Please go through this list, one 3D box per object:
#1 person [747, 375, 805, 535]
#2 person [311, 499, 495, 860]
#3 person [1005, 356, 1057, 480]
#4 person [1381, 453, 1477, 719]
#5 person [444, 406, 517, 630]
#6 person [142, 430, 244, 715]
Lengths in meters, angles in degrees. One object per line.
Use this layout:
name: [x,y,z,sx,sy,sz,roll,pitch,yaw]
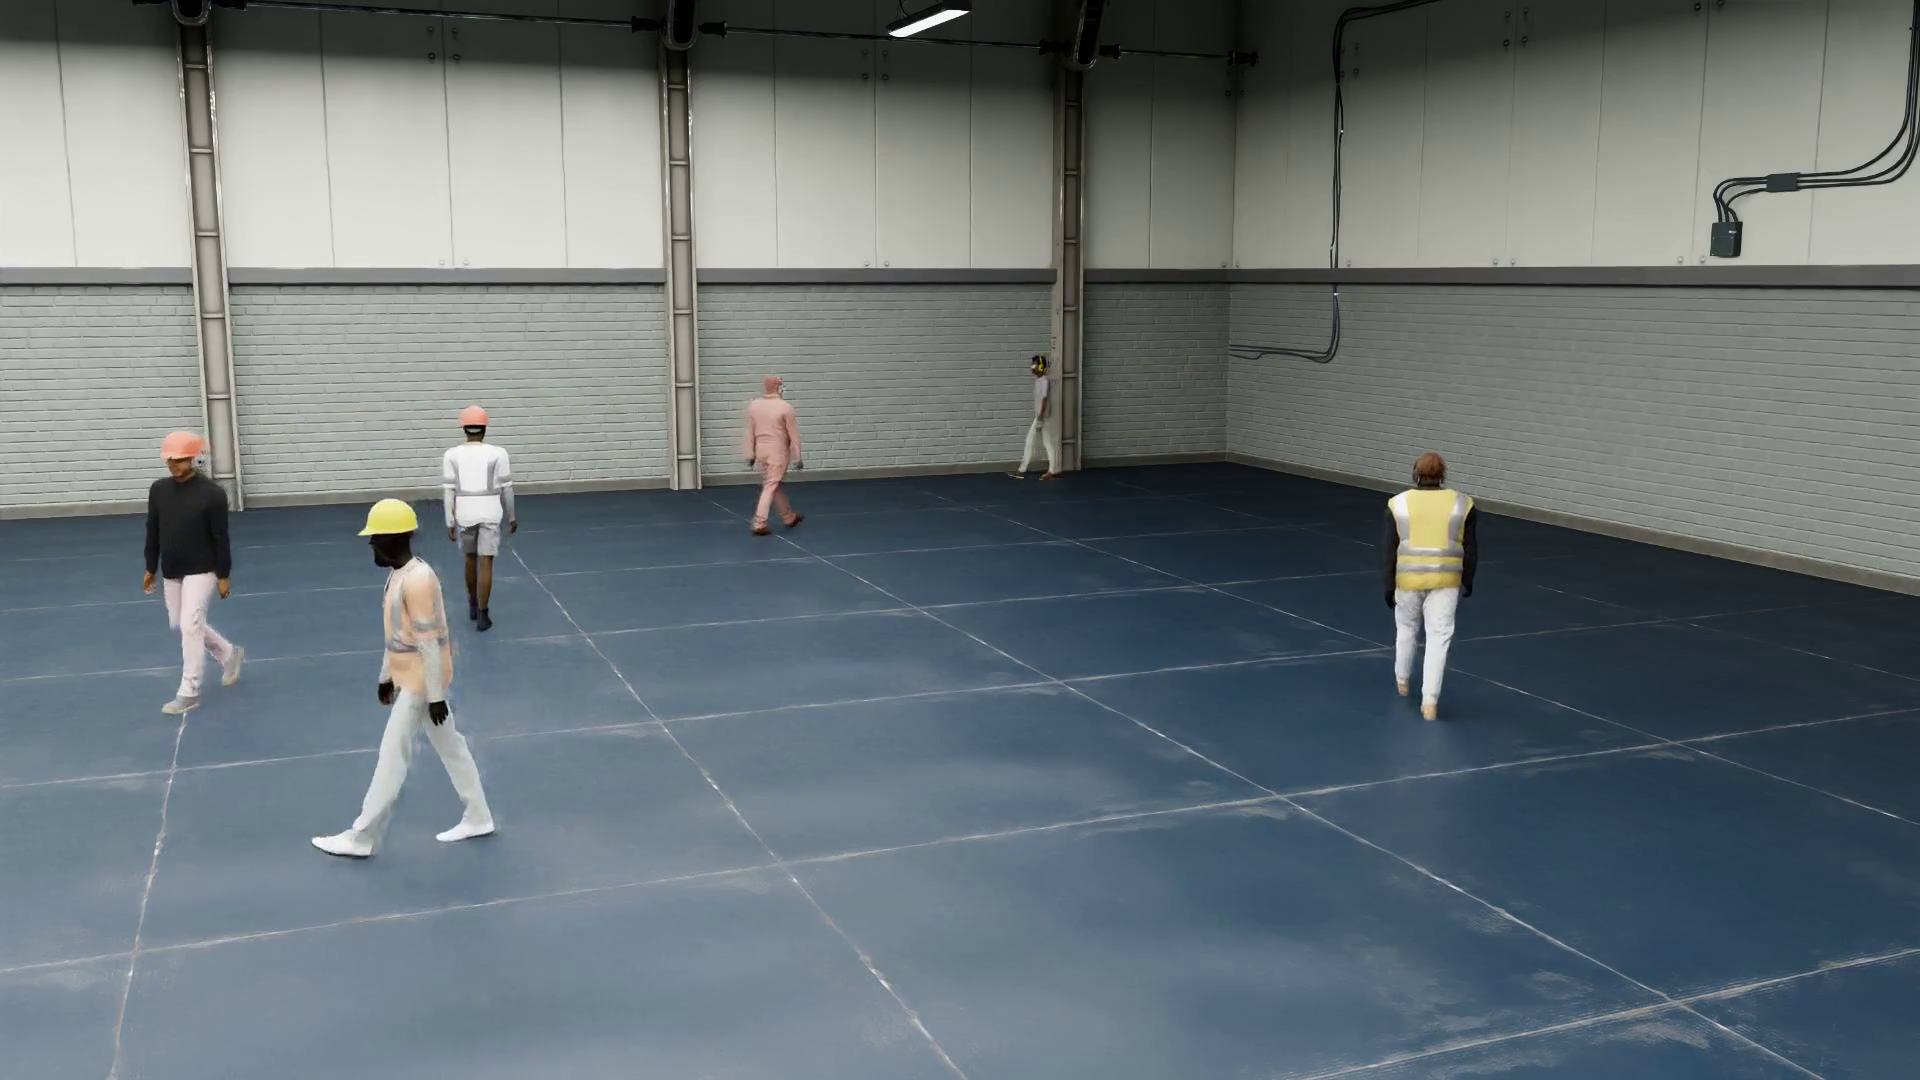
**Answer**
person: [-2.148,-1.006,19.609,0.664,1.854,1.020,6,11,35]
person: [-2.928,0.721,8.698,0.972,1.872,0.611,-4,10,-21]
person: [1.070,-1.790,24.572,0.859,1.838,0.554,-2,9,-15]
person: [3.283,0.289,11.659,0.638,1.794,0.933,3,9,16]
person: [-4.150,-0.212,14.460,0.561,1.901,0.858,0,9,-2]
person: [-5.413,0.186,11.773,0.619,1.969,0.881,3,9,17]
